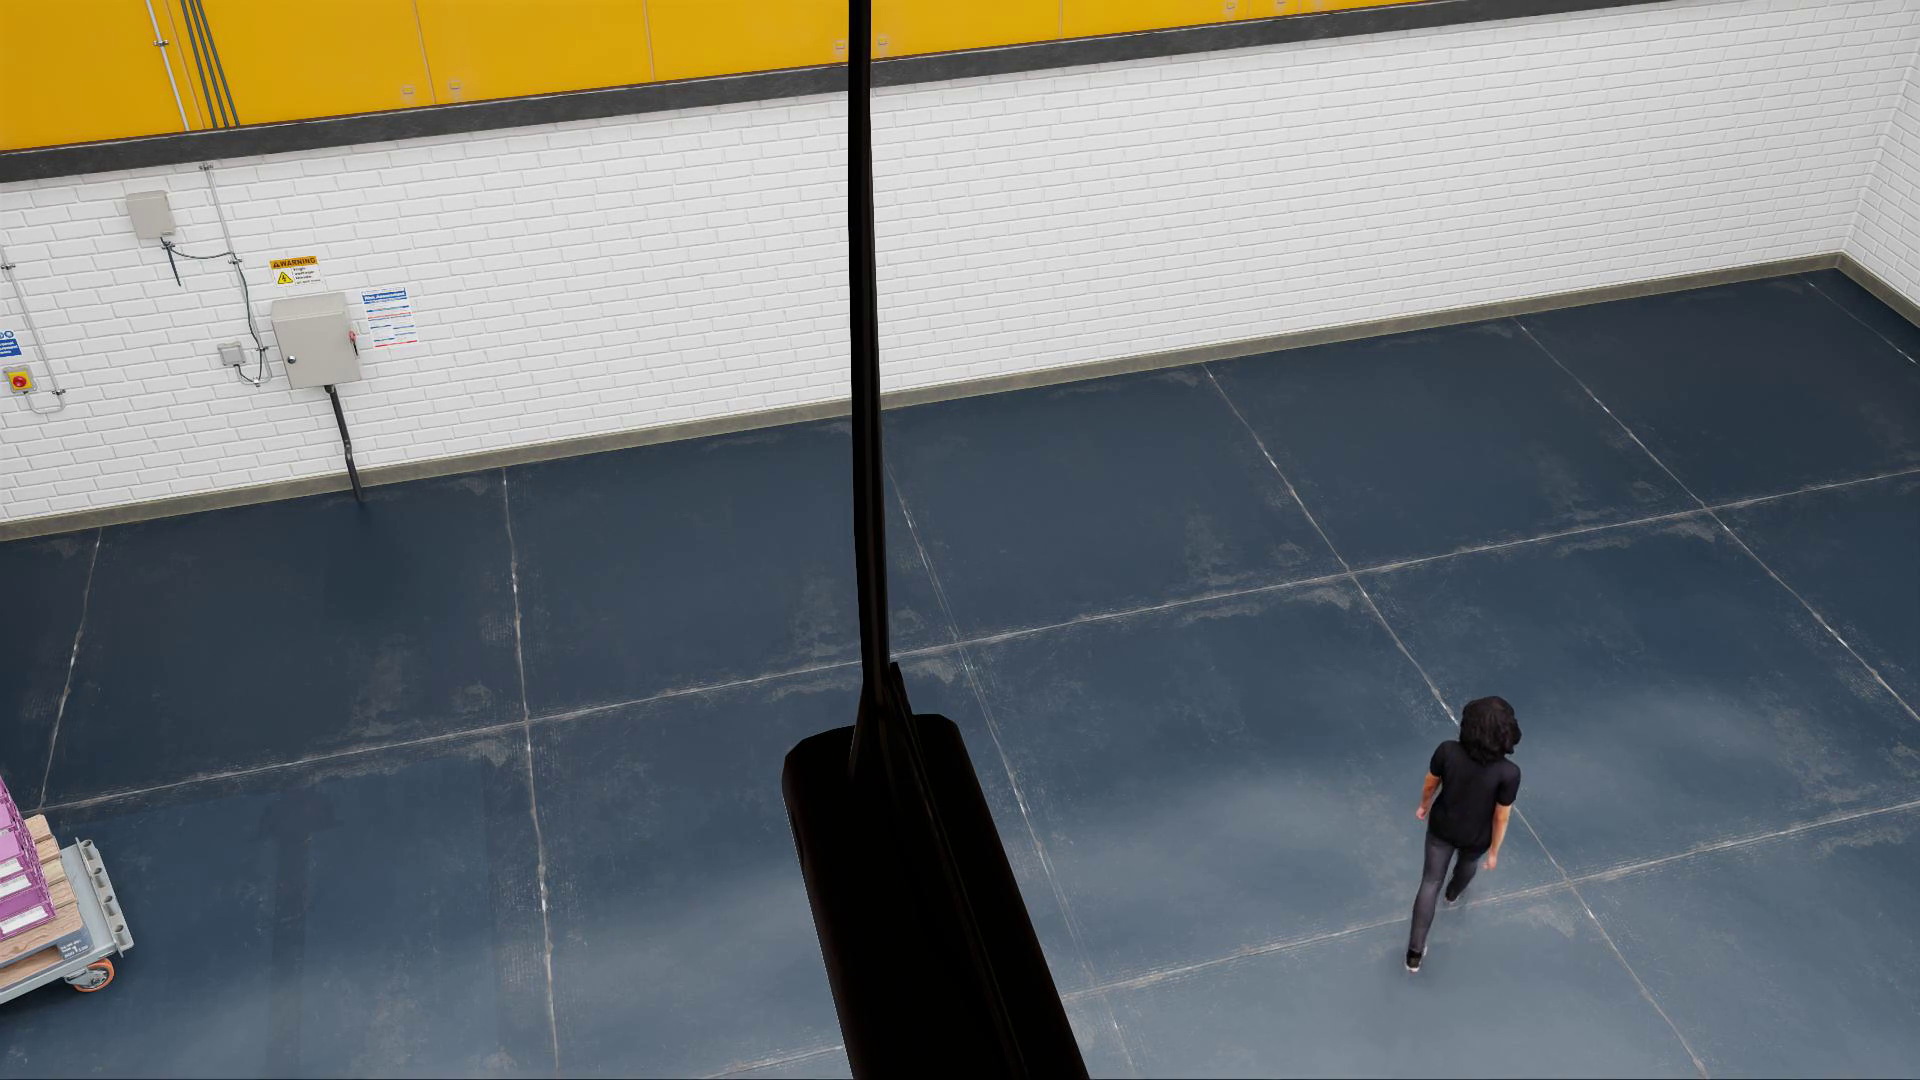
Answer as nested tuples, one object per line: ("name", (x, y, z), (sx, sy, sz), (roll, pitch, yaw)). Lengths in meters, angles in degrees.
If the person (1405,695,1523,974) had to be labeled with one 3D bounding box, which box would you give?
("person", (2.694, 1.623, 9.068), (1.123, 1.793, 1.203), (19, 42, 22))
